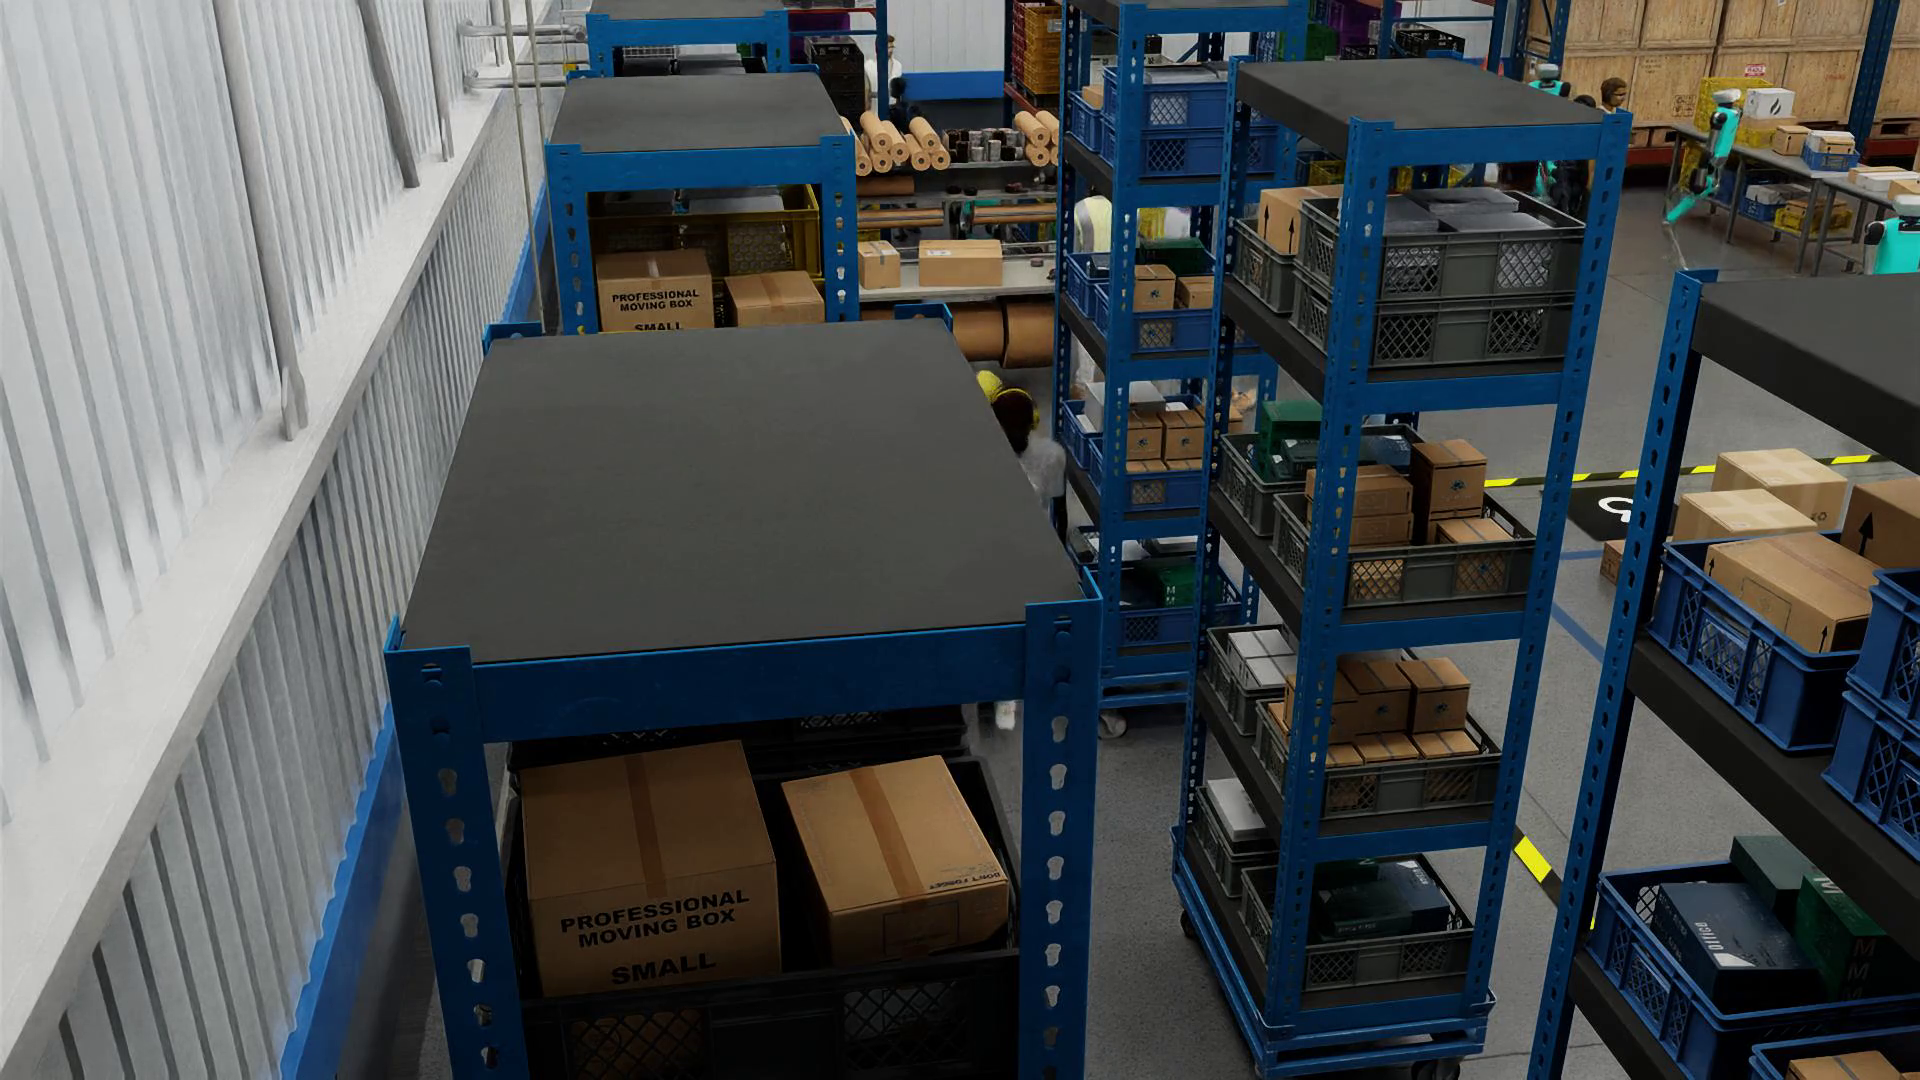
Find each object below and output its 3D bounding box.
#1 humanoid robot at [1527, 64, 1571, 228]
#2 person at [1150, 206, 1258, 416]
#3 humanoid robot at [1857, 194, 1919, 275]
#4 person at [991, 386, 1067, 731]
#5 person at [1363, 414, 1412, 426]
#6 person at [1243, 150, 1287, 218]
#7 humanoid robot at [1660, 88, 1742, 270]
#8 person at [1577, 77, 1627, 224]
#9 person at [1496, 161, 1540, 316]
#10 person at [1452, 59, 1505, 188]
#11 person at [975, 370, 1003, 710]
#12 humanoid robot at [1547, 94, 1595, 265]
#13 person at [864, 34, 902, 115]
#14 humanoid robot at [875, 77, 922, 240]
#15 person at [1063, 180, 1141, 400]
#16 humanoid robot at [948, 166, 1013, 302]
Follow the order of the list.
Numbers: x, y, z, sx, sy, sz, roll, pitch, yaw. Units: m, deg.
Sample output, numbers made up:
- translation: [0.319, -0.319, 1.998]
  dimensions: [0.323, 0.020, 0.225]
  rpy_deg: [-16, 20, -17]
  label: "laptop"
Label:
- translation: [6.046, -3.968, 17.167]
  dimensions: [0.573, 1.759, 0.781]
  rpy_deg: [0, 25, 0]
  label: "humanoid robot"
- translation: [1.724, -1.780, 12.136]
  dimensions: [1.098, 1.965, 0.606]
  rpy_deg: [-10, 26, -20]
  label: "person"
- translation: [6.648, -1.543, 11.735]
  dimensions: [0.533, 1.677, 0.735]
  rpy_deg: [1, 25, 2]
  label: "humanoid robot"
- translation: [0.277, 0.068, 8.270]
  dimensions: [0.520, 1.843, 0.512]
  rpy_deg: [1, 25, 2]
  label: "person"
- translation: [1.963, 0.190, 7.991]
  dimensions: [0.589, 1.852, 0.396]
  rpy_deg: [-2, 25, -4]
  label: "person"
- translation: [2.528, -2.425, 13.843]
  dimensions: [0.497, 1.706, 0.844]
  rpy_deg: [6, 25, 13]
  label: "person"
- translation: [7.061, -3.509, 16.218]
  dimensions: [0.796, 1.807, 0.531]
  rpy_deg: [21, 32, 38]
  label: "humanoid robot"
- translation: [6.183, -3.574, 16.199]
  dimensions: [0.350, 1.832, 0.514]
  rpy_deg: [14, 28, 27]
  label: "person"
- translation: [4.126, -2.008, 12.714]
  dimensions: [0.490, 1.898, 0.586]
  rpy_deg: [-6, 25, -14]
  label: "person"
- translation: [5.331, -3.988, 17.036]
  dimensions: [0.560, 1.892, 0.969]
  rpy_deg: [6, 25, 12]
  label: "person"
- translation: [0.118, 0.005, 8.538]
  dimensions: [0.528, 1.732, 0.811]
  rpy_deg: [2, 25, 4]
  label: "person"
- translation: [5.979, -3.497, 16.226]
  dimensions: [0.590, 1.666, 0.375]
  rpy_deg: [-18, 30, -34]
  label: "humanoid robot"
- translation: [-0.888, -4.792, 18.844]
  dimensions: [0.566, 1.836, 0.384]
  rpy_deg: [-19, 31, -36]
  label: "person"
- translation: [-0.606, -3.932, 17.185]
  dimensions: [0.612, 1.652, 0.383]
  rpy_deg: [-18, 31, -35]
  label: "humanoid robot"
- translation: [1.052, -1.968, 12.694]
  dimensions: [0.620, 1.845, 0.431]
  rpy_deg: [-9, 26, -18]
  label: "person"
- translation: [0.133, -2.570, 14.141]
  dimensions: [0.532, 1.785, 0.789]
  rpy_deg: [-4, 25, -8]
  label: "humanoid robot"
